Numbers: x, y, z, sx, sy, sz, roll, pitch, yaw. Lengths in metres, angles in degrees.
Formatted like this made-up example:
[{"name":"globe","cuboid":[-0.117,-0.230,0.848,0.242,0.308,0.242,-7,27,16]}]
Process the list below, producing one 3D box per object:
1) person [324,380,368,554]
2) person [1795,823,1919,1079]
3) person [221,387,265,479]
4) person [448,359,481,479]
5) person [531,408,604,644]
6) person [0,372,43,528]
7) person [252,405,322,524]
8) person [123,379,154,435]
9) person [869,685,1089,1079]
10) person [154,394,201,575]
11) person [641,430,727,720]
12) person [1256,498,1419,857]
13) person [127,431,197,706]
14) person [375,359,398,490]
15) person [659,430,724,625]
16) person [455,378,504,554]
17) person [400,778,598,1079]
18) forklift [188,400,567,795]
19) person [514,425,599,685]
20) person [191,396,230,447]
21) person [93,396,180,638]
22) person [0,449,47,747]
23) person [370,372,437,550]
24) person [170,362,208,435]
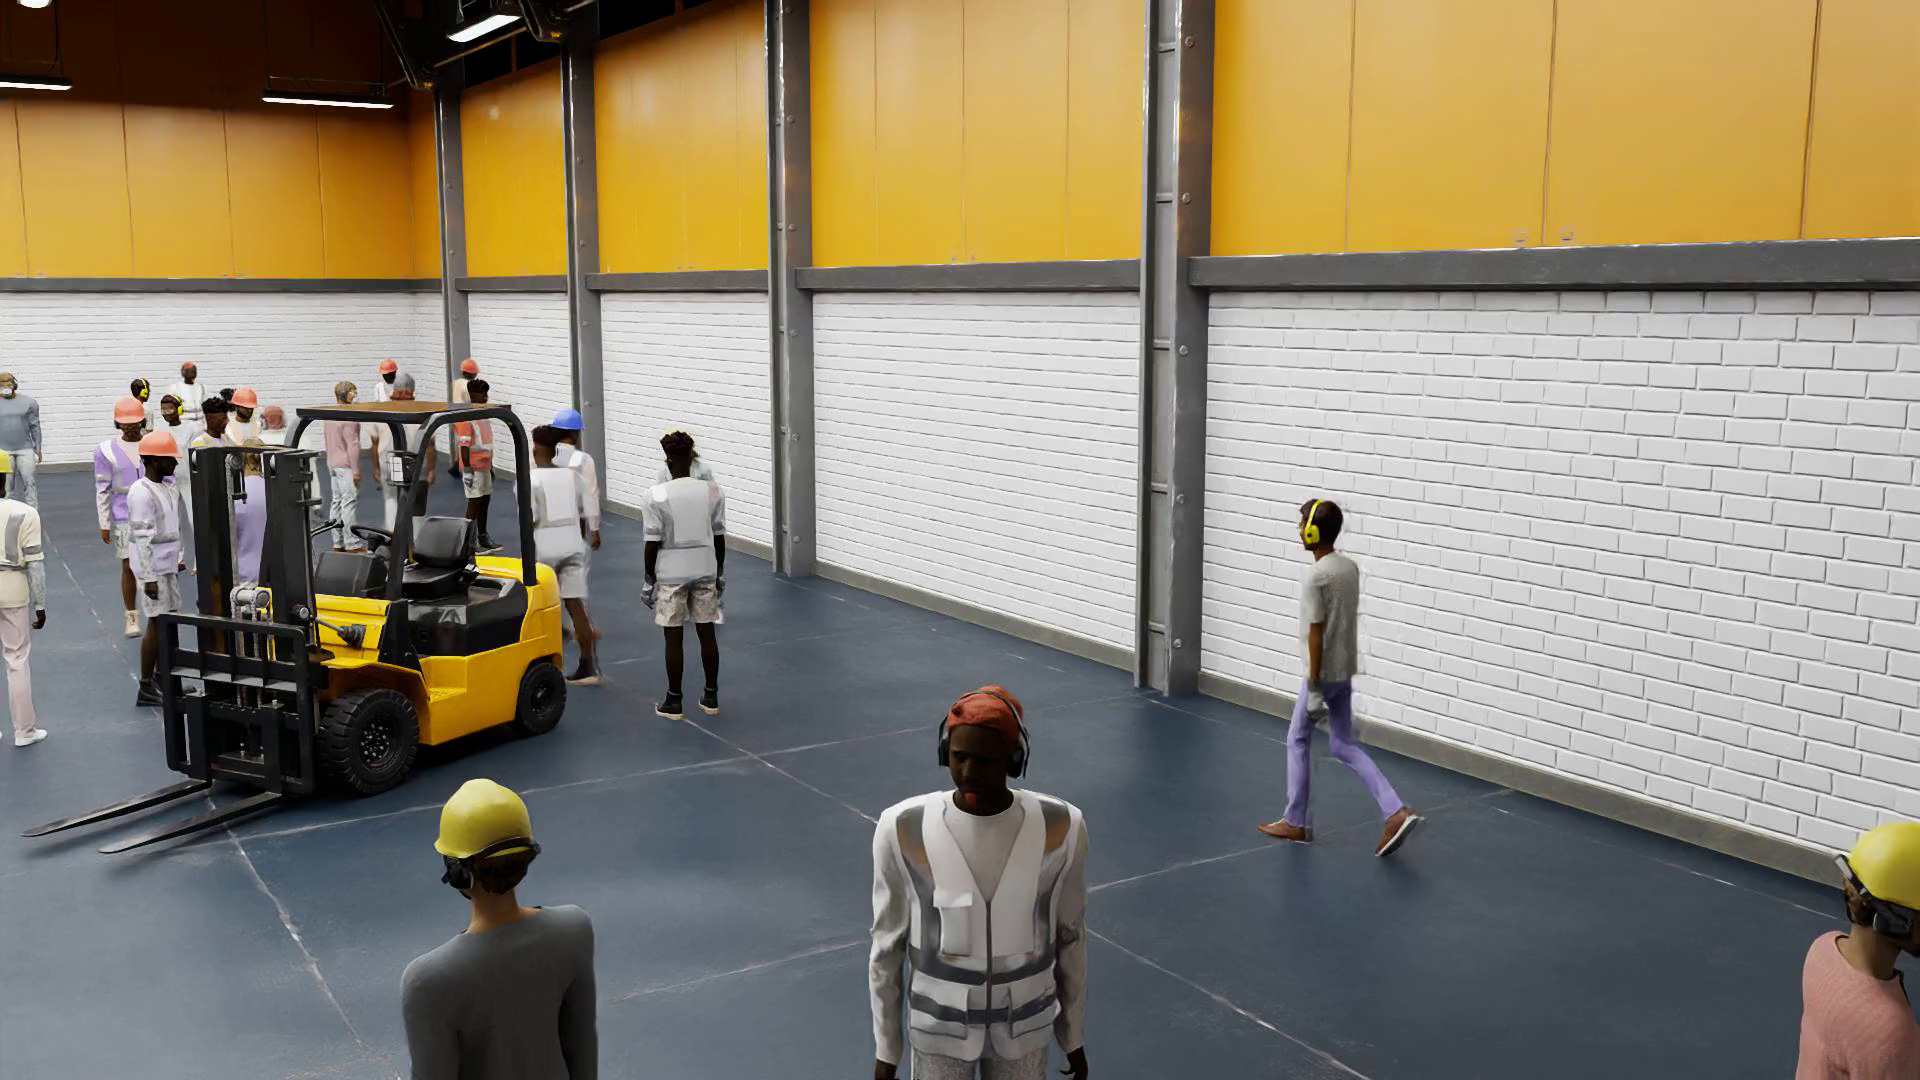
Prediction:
[{"name":"person","cuboid":[-6.716,-0.775,18.182,0.376,1.937,0.629,-8,12,-43]},{"name":"person","cuboid":[1.994,1.467,3.681,0.344,1.756,0.532,2,9,13]},{"name":"person","cuboid":[-7.330,-0.607,17.090,0.390,1.926,0.550,8,11,42]},{"name":"person","cuboid":[-7.518,-1.810,25.316,0.481,1.898,0.596,-8,11,-42]},{"name":"person","cuboid":[-3.231,-0.117,13.706,0.615,1.945,0.405,3,9,21]},{"name":"person","cuboid":[-11.540,-1.079,20.272,0.636,1.928,0.384,-5,10,-30]},{"name":"person","cuboid":[-6.288,-0.324,15.460,0.658,1.856,0.923,-6,10,-34]},{"name":"person","cuboid":[-9.875,-1.015,20.088,0.526,1.857,0.347,4,9,23]},{"name":"person","cuboid":[0.054,1.300,4.371,0.579,1.881,0.342,-1,9,-7]},{"name":"person","cuboid":[-7.978,-0.560,17.012,0.510,1.857,0.324,1,8,4]},{"name":"person","cuboid":[-1.872,0.237,11.281,0.604,1.959,0.377,-5,10,-31]},{"name":"person","cuboid":[1.951,0.709,8.537,0.824,1.837,0.522,8,12,44]},{"name":"person","cuboid":[-5.613,0.194,11.699,0.389,1.927,0.554,-1,9,-8]},{"name":"person","cuboid":[-8.291,-1.674,24.266,0.542,1.928,0.374,1,9,8]},{"name":"person","cuboid":[-2.337,-0.108,14.469,0.569,1.700,0.371,1,9,10]},{"name":"person","cuboid":[-5.325,-0.810,18.376,0.388,1.952,0.615,1,9,8]},{"name":"person","cuboid":[-1.077,1.428,3.905,0.327,1.767,0.533,6,11,37]},{"name":"forklift","cuboid":[-3.529,0.258,10.348,1.214,2.155,2.313,4,9,25]},{"name":"person","cuboid":[-3.026,0.107,12.309,0.641,1.900,1.003,-8,12,-43]},{"name":"person","cuboid":[-6.668,-0.307,14.926,0.367,1.963,0.609,0,8,-3]},{"name":"person","cuboid":[-6.883,-0.191,13.942,0.612,2.030,0.403,-5,10,-32]},{"name":"person","cuboid":[-6.110,0.366,10.566,0.581,1.919,0.399,-2,9,-11]},{"name":"person","cuboid":[-6.078,-0.837,18.248,0.704,2.000,0.602,-1,9,-10]},{"name":"person","cuboid":[-11.387,-1.699,24.616,0.489,1.871,0.598,6,10,35]}]
